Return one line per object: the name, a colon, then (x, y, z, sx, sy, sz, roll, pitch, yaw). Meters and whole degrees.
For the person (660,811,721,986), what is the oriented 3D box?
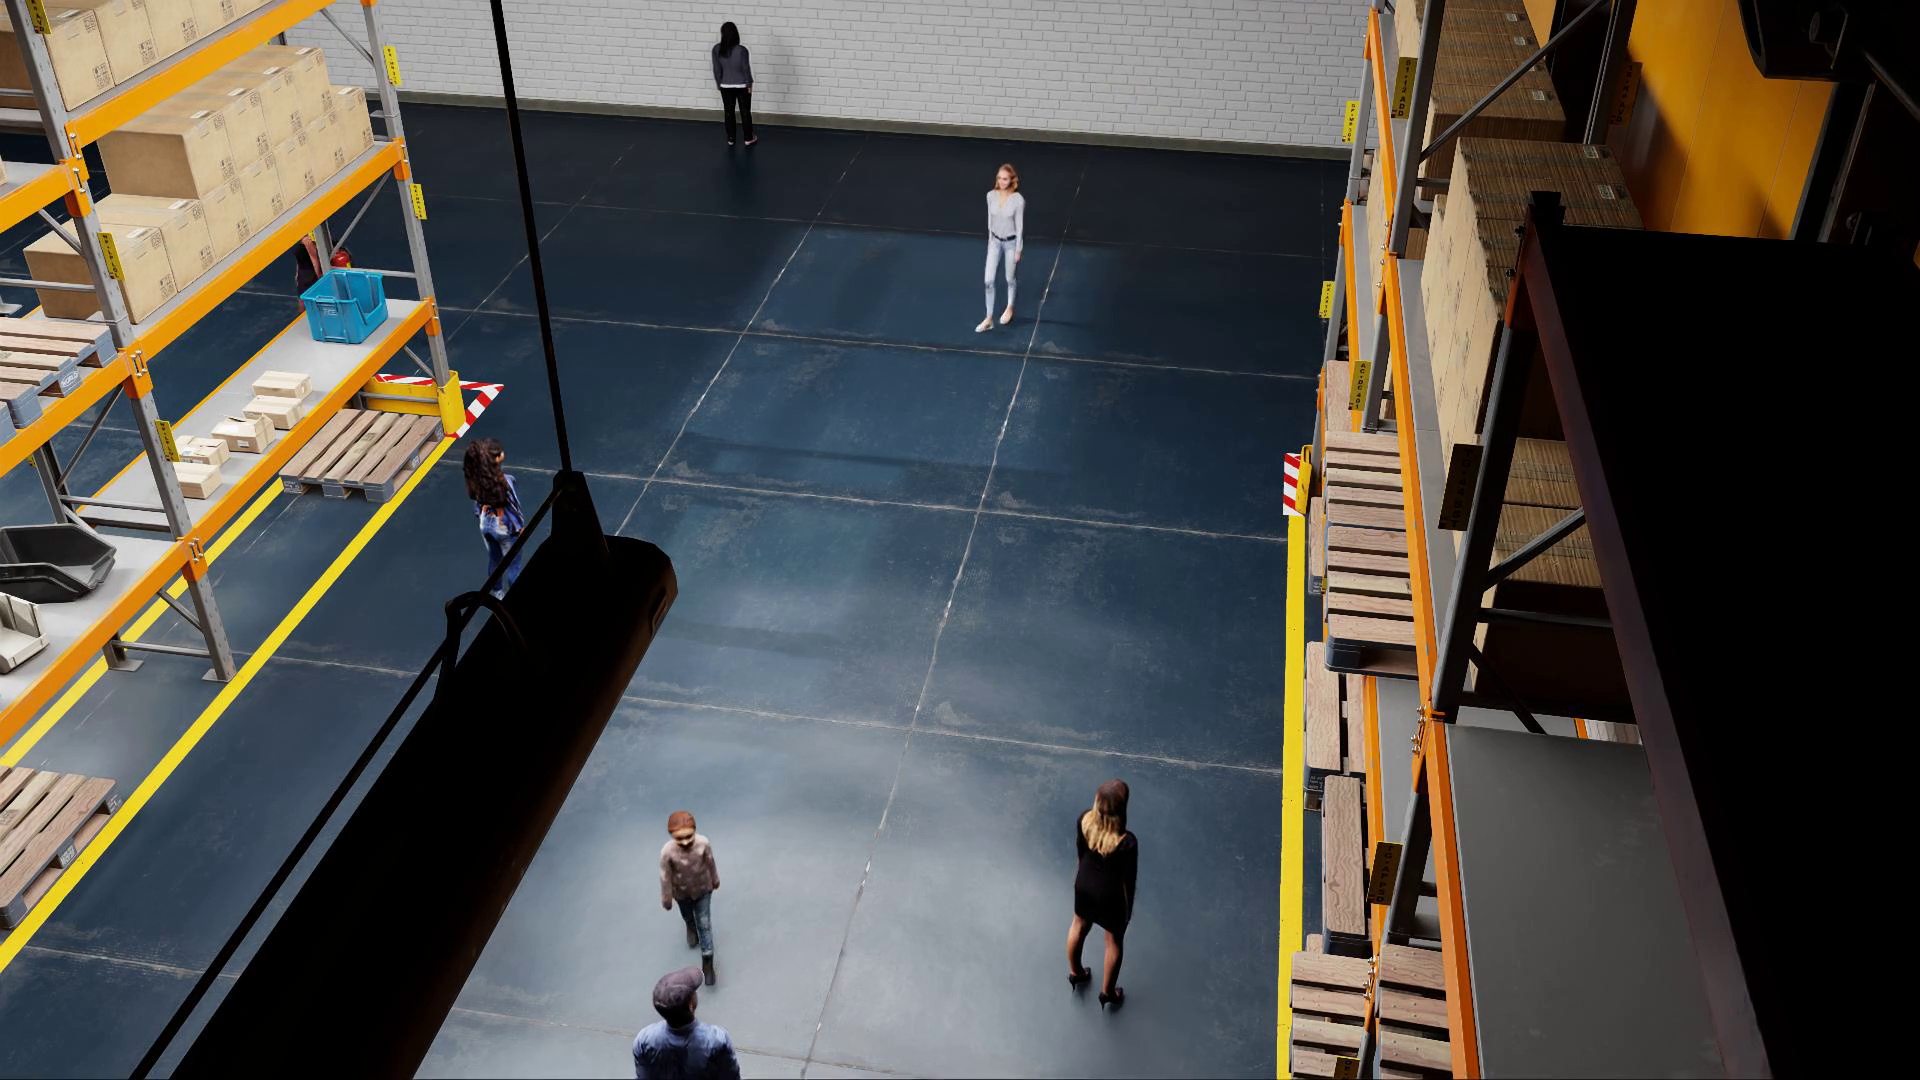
person: (-1.635, 2.055, 10.033, 0.708, 1.168, 0.893, -8, 34, -12)

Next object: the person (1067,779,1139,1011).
person: (0.821, 2.039, 9.600, 0.618, 1.673, 0.614, 22, 40, 30)

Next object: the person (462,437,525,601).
person: (-3.557, -0.095, 12.856, 0.680, 1.622, 0.654, 17, 37, 23)

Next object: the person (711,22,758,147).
person: (-2.932, -5.942, 21.671, 0.662, 1.603, 0.637, 7, 34, 10)

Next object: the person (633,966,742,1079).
person: (-1.309, 2.827, 8.222, 0.683, 1.886, 0.607, 0, 34, 0)

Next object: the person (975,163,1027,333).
person: (0.511, -3.056, 17.177, 0.824, 1.770, 0.993, 18, 38, 25)
